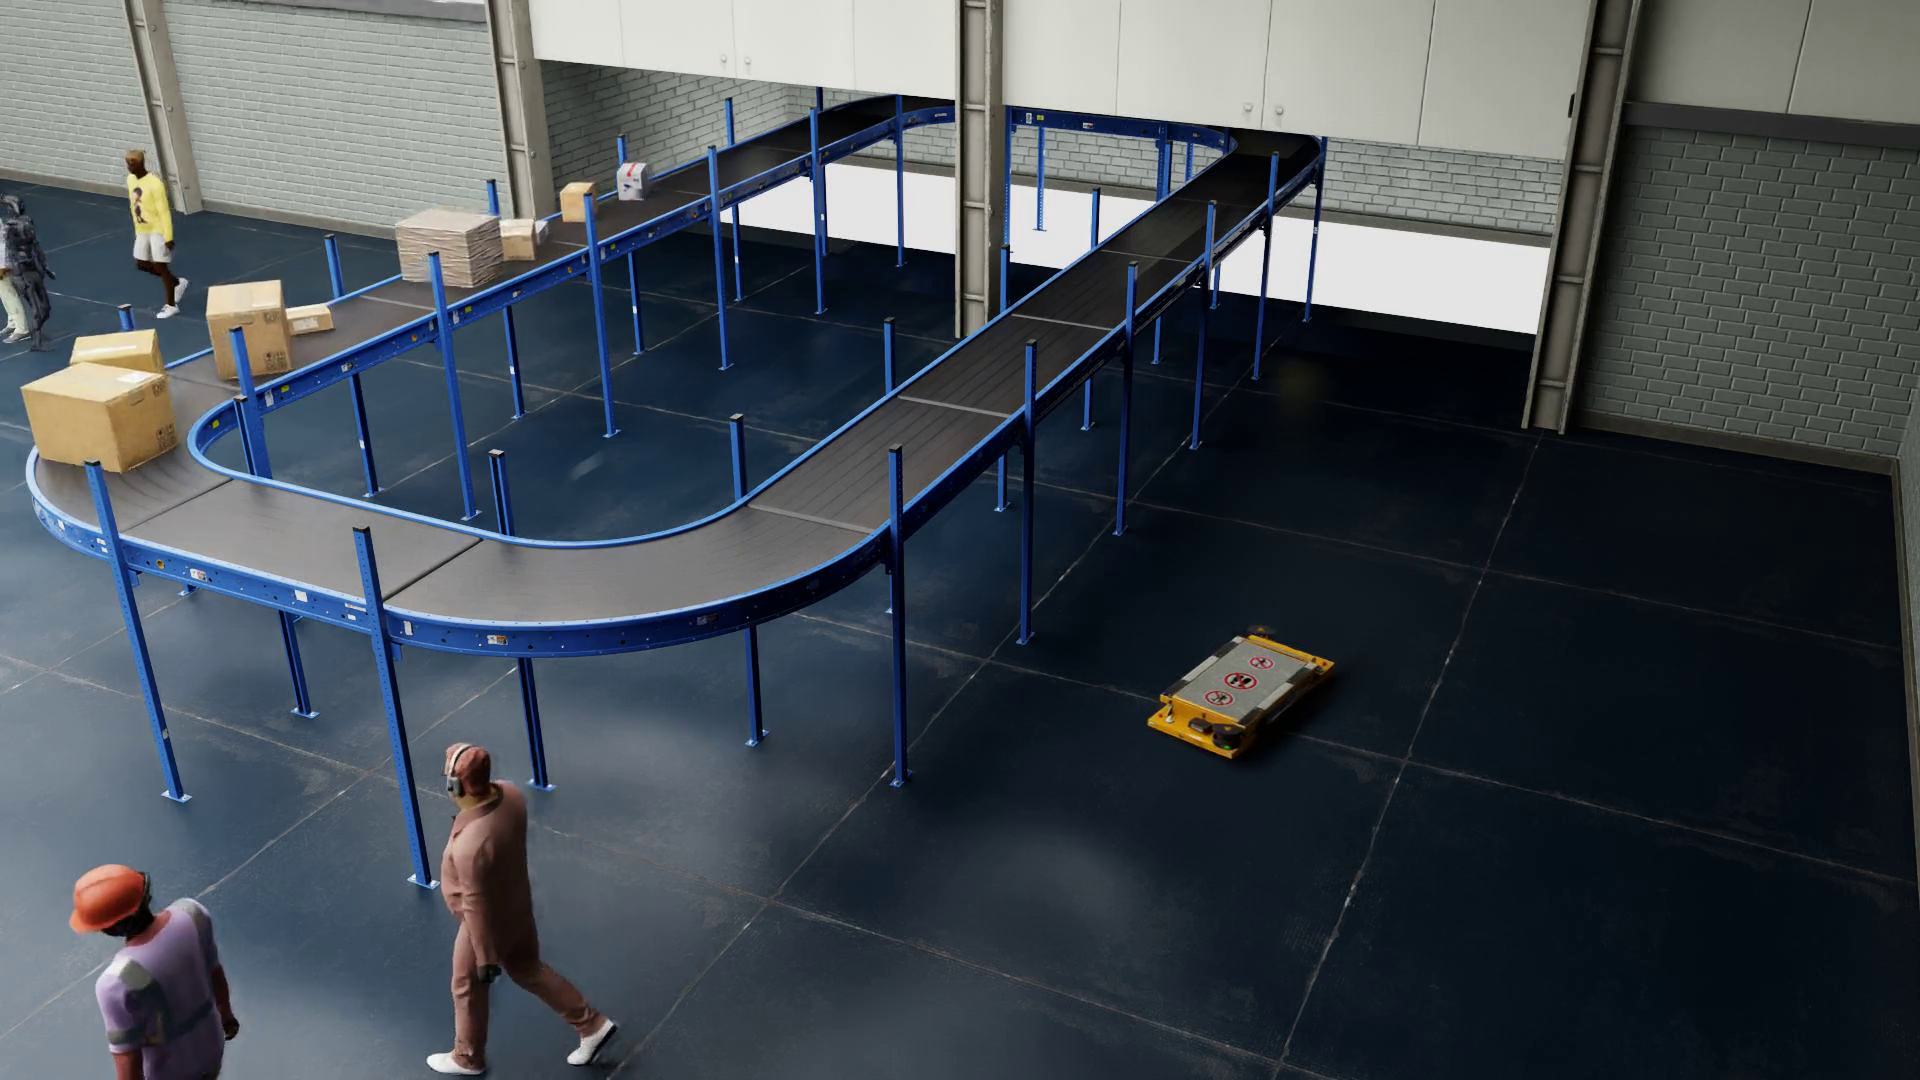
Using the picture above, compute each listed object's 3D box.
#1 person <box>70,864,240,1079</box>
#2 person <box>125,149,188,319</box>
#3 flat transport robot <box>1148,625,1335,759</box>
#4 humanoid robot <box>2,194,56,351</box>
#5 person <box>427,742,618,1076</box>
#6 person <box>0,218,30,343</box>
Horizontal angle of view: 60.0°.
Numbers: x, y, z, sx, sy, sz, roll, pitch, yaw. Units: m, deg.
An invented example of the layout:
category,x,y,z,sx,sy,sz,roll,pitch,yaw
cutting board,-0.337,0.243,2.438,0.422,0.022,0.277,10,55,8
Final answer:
category,x,y,z,sx,sy,sz,roll,pitch,yaw
person,-3.297,2.197,7.111,0.748,2.004,0.660,6,27,12
person,-8.985,-3.437,18.581,0.556,1.883,0.483,13,29,24
flat transport robot,1.951,1.024,11.413,0.659,0.231,1.431,19,32,34
humanoid robot,-9.937,-2.859,17.683,0.441,1.646,0.584,0,26,0
person,-2.187,1.810,8.041,0.897,1.864,0.646,2,26,5
person,-10.365,-2.999,17.847,0.332,1.750,0.572,-20,33,-34
